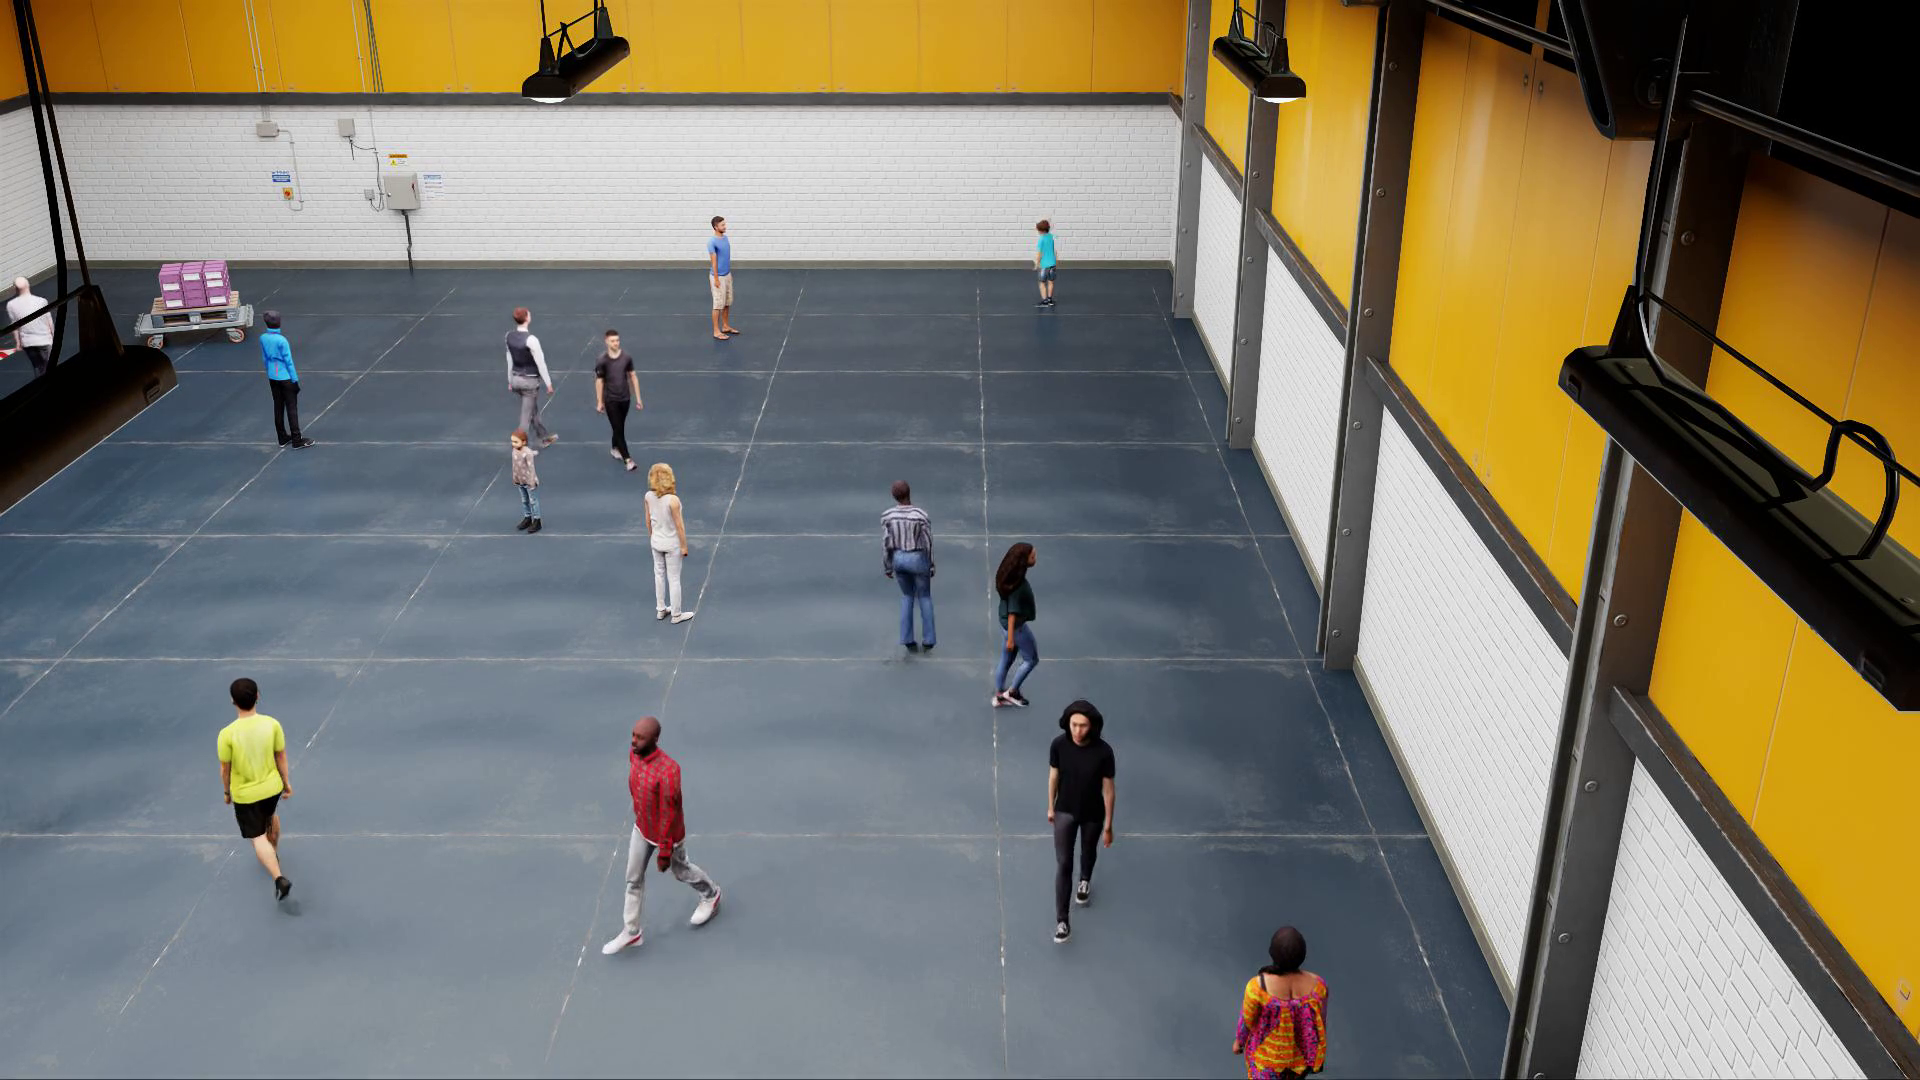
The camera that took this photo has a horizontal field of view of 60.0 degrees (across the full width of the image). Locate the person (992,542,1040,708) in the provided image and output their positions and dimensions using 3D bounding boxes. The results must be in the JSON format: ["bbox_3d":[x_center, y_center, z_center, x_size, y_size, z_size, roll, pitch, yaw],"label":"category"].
[{"bbox_3d":[0.413,0.783,14.815,0.696,1.601,0.598,-4,24,-10],"label":"person"}]

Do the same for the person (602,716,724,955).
[{"bbox_3d":[-2.050,2.014,11.772,1.184,1.784,1.276,20,31,38],"label":"person"}]

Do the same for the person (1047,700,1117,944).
[{"bbox_3d":[0.890,1.915,11.988,0.832,1.792,1.191,5,24,11],"label":"person"}]

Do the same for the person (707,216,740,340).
[{"bbox_3d":[-3.681,-4.059,25.565,0.779,1.864,0.634,9,25,21],"label":"person"}]

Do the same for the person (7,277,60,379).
[{"bbox_3d":[-12.392,-2.612,22.320,0.823,1.812,1.145,-6,24,-13],"label":"person"}]

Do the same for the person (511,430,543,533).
[{"bbox_3d":[-4.866,-0.682,18.675,0.546,1.195,0.582,14,27,28],"label":"person"}]

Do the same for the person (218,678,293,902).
[{"bbox_3d":[-5.159,1.858,12.270,1.056,1.672,1.129,-21,31,-39],"label":"person"}]

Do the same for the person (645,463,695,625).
[{"bbox_3d":[-2.919,0.019,16.478,0.687,1.670,0.701,14,27,28],"label":"person"}]

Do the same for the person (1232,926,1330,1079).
[{"bbox_3d":[1.863,2.997,9.663,0.730,1.672,1.166,-2,24,-5],"label":"person"}]

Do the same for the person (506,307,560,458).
[{"bbox_3d":[-5.444,-1.918,20.599,1.002,1.918,1.115,16,28,32],"label":"person"}]

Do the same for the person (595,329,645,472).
[{"bbox_3d":[-4.235,-1.734,20.437,1.065,1.711,1.239,-15,28,-30],"label":"person"}]

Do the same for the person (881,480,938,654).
[{"bbox_3d":[-0.505,0.310,15.710,0.727,1.753,0.631,8,25,18],"label":"person"}]

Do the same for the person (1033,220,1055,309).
[{"bbox_3d":[1.429,-4.545,27.214,0.690,1.433,0.748,-13,27,-26],"label":"person"}]

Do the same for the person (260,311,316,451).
[{"bbox_3d":[-8.578,-2.029,21.008,0.689,1.794,0.687,11,26,24],"label":"person"}]
